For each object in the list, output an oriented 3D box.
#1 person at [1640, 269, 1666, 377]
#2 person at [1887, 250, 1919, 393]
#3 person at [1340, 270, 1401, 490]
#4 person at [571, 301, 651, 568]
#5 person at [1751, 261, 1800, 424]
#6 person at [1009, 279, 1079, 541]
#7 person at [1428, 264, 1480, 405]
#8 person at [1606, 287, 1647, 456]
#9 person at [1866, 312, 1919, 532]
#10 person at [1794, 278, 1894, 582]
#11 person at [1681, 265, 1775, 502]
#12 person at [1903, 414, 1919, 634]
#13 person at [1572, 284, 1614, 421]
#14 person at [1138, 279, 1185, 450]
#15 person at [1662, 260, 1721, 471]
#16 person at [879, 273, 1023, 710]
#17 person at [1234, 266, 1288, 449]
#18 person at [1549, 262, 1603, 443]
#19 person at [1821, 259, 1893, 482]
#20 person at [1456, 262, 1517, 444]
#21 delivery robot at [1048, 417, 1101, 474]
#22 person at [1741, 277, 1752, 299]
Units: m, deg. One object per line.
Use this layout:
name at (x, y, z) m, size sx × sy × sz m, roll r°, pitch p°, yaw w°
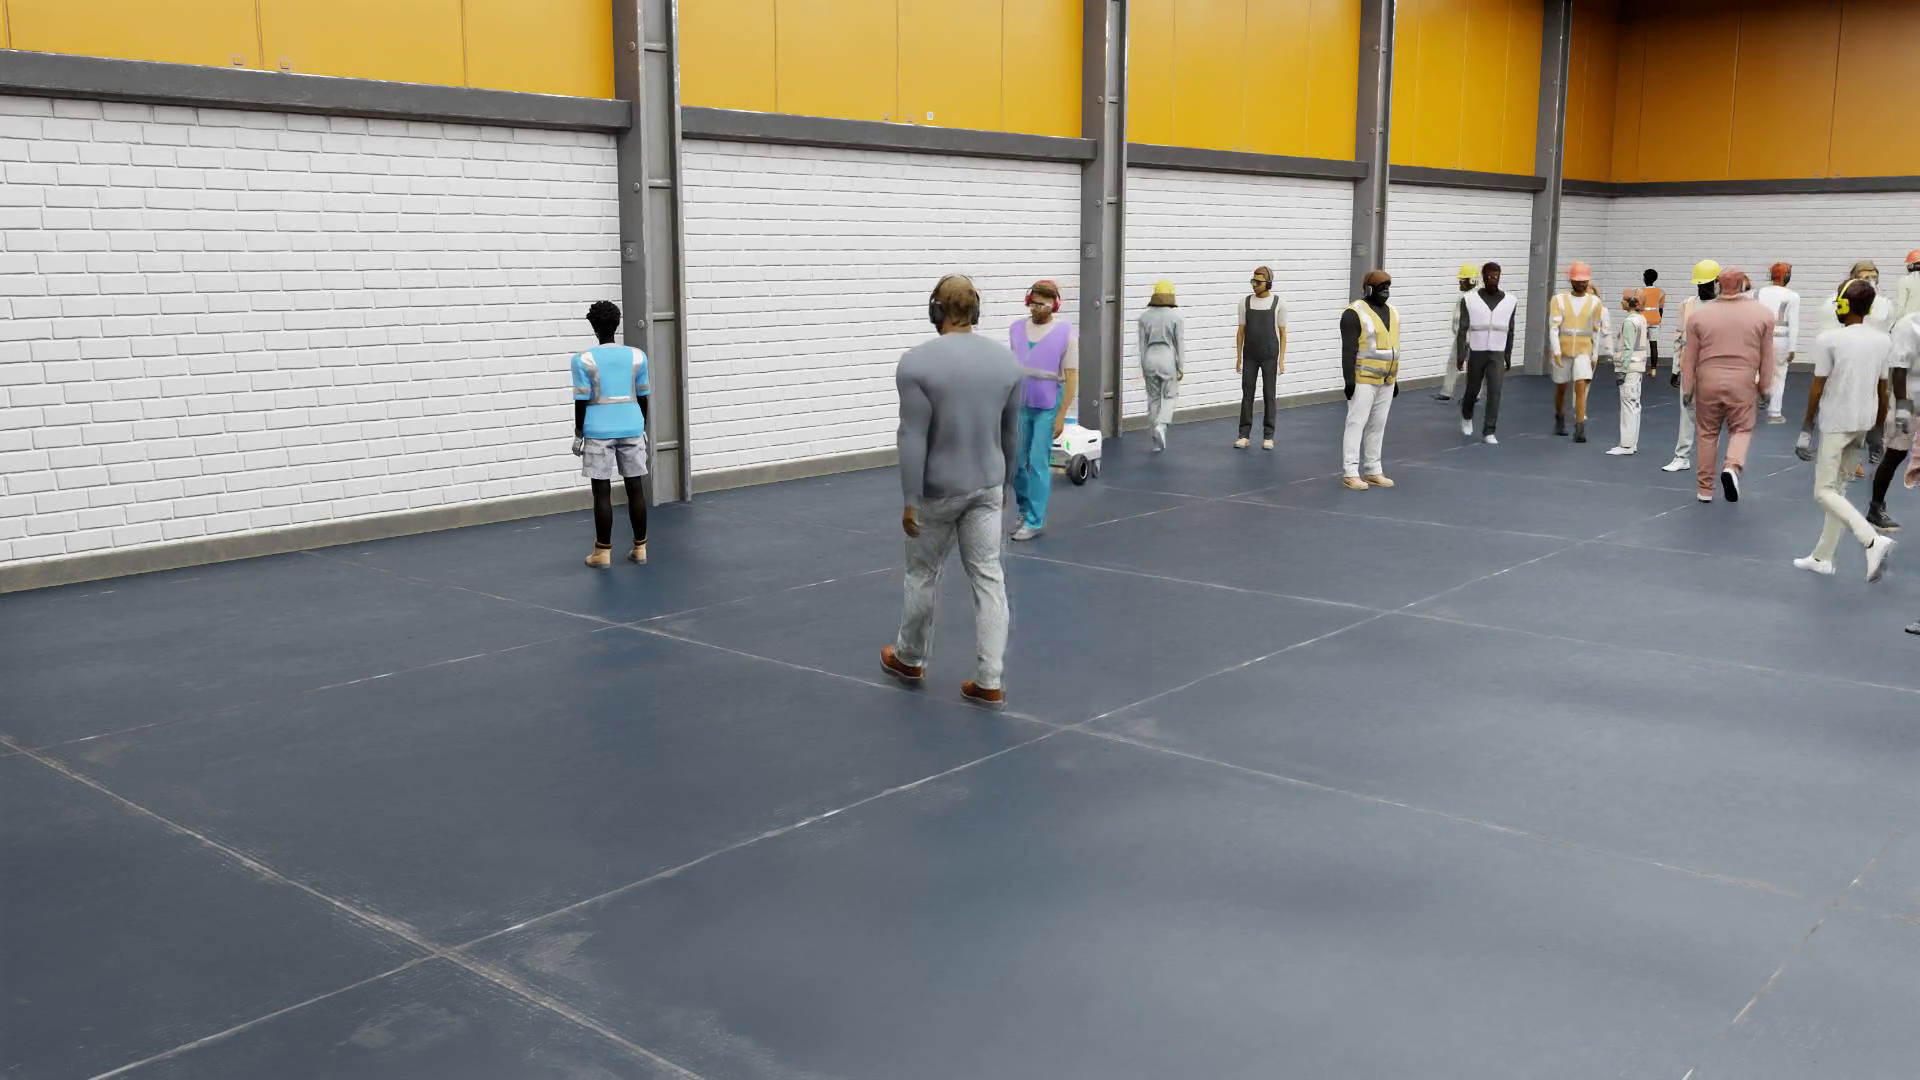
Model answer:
person at (10.802, -3.405, 26.146) m, size 0.535 × 1.697 × 0.318 m, roll -2°, pitch 10°, yaw -10°
person at (13.274, -3.038, 23.209) m, size 0.609 × 1.995 × 0.378 m, roll -2°, pitch 10°, yaw -14°
person at (3.474, -1.344, 14.005) m, size 0.633 × 1.841 × 0.429 m, roll -7°, pitch 12°, yaw -34°
person at (-2.212, -0.665, 10.559) m, size 0.531 × 1.692 × 0.320 m, roll -7°, pitch 12°, yaw -34°
person at (9.263, -2.241, 19.014) m, size 0.689 × 1.872 × 0.593 m, roll -8°, pitch 13°, yaw -37°
person at (0.549, -0.886, 11.497) m, size 0.622 × 1.814 × 0.434 m, roll 8°, pitch 13°, yaw 39°
person at (6.403, -2.628, 21.379) m, size 0.690 × 1.810 × 0.625 m, roll -1°, pitch 10°, yaw -4°
person at (6.558, -1.648, 16.294) m, size 0.308 × 1.645 × 0.515 m, roll 6°, pitch 12°, yaw 31°
person at (6.782, -0.956, 11.589) m, size 0.639 × 1.910 × 0.993 m, roll -2°, pitch 10°, yaw -12°
person at (5.407, -0.661, 10.103) m, size 0.527 × 1.851 × 0.753 m, roll -3°, pitch 10°, yaw -14°
person at (6.016, -1.205, 13.069) m, size 0.670 × 1.888 × 0.569 m, roll 5°, pitch 11°, yaw 26°
person at (5.362, -0.384, 8.807) m, size 0.774 × 1.739 × 0.527 m, roll -3°, pitch 10°, yaw -15°
person at (7.302, -2.159, 19.338) m, size 0.516 × 1.596 × 0.802 m, roll 0°, pitch 10°, yaw -1°
person at (1.976, -1.722, 16.507) m, size 0.486 × 1.723 × 0.536 m, roll 4°, pitch 11°, yaw 24°
person at (6.647, -1.541, 14.906) m, size 0.375 × 1.919 × 0.584 m, roll -7°, pitch 12°, yaw -36°
person at (-0.065, -0.234, 7.502) m, size 0.647 × 1.900 × 0.930 m, roll -5°, pitch 11°, yaw -27°
person at (3.034, -1.832, 16.777) m, size 0.506 × 1.843 × 0.350 m, roll 4°, pitch 11°, yaw 22°
person at (6.505, -2.005, 17.649) m, size 0.536 × 1.891 × 0.970 m, roll 3°, pitch 10°, yaw 14°
person at (7.732, -1.448, 14.365) m, size 0.634 × 1.924 × 0.439 m, roll 0°, pitch 10°, yaw 1°
person at (5.512, -1.980, 17.509) m, size 0.598 × 1.892 × 0.845 m, roll 1°, pitch 10°, yaw 3°
delivery robot at (0.951, -0.829, 14.464) m, size 0.477 × 0.478 × 0.707 m, roll 6°, pitch 11°, yaw 29°
person at (11.604, -3.135, 24.786) m, size 0.531 × 1.620 × 0.327 m, roll 0°, pitch 10°, yaw -2°
